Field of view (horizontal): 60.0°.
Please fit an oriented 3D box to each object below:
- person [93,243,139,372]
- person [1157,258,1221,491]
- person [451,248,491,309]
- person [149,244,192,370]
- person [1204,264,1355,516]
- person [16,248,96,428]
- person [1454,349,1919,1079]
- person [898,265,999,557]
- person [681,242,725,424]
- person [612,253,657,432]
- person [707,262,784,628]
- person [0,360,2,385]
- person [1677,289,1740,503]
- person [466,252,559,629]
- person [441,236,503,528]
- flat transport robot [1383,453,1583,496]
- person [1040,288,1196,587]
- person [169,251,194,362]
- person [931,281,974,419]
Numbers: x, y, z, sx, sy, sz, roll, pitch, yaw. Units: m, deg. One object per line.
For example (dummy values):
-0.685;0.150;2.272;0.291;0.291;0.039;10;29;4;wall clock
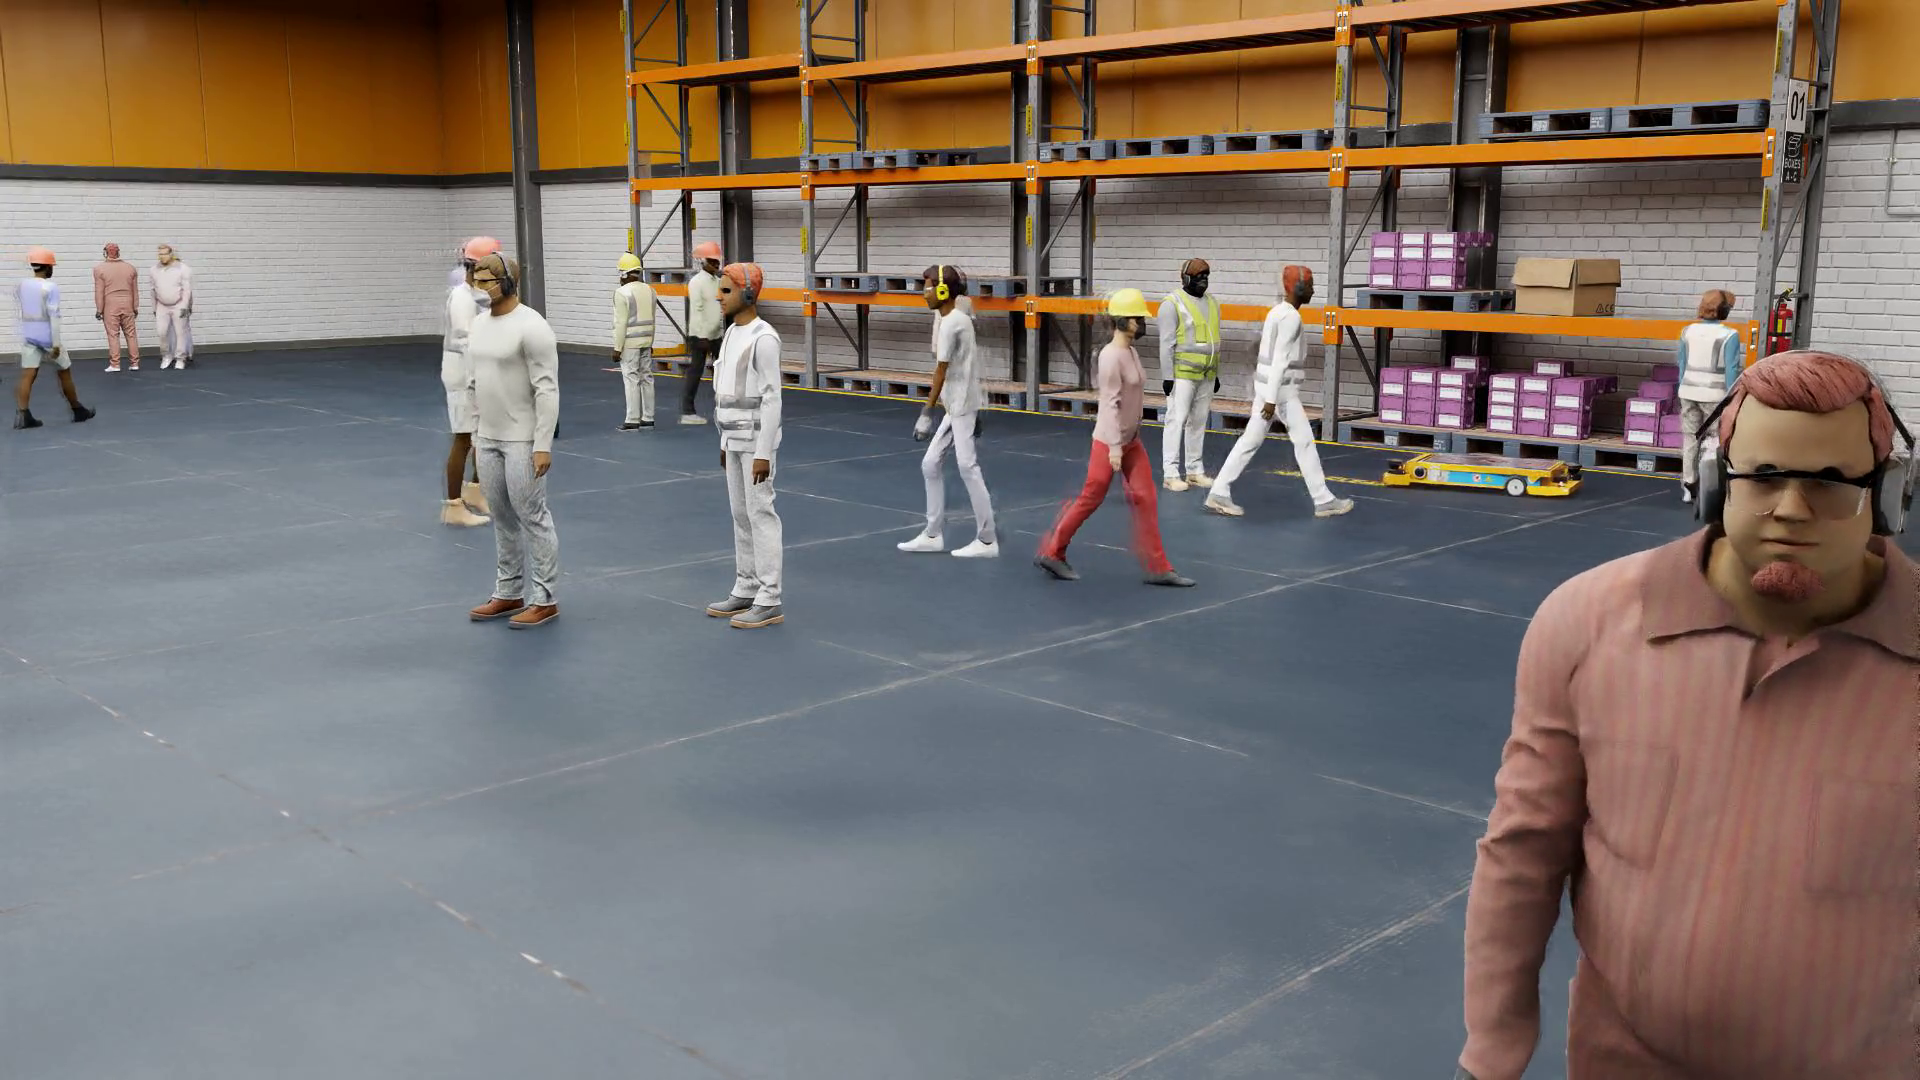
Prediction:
-12.536;-3.448;24.715;0.409;1.909;0.639;8;13;36;person
1.854;-1.317;13.272;0.633;1.841;0.429;-8;13;-38;person
-6.006;-2.723;20.712;0.623;1.932;0.368;1;10;6;person
-11.916;-3.507;25.110;0.637;1.882;0.527;-1;10;-6;person
2.278;-1.063;11.962;1.085;1.819;0.592;-1;10;-4;person
-9.734;-2.151;17.707;0.564;1.888;0.989;2;11;12;person
0.959;0.708;2.109;0.659;1.881;0.750;8;13;36;person
-0.110;-0.790;10.399;0.784;1.832;0.520;0;10;2;person
-2.568;-2.178;17.677;1.016;1.941;0.637;5;11;24;person
-3.383;-2.033;17.194;0.403;1.835;0.588;6;12;28;person
-1.110;-0.491;8.652;0.355;1.883;0.575;-6;12;-29;person
-8.566;-1.403;14.359;0.520;1.613;0.686;-4;11;-22;person
5.552;-1.049;12.424;0.397;1.629;0.530;-6;12;-29;person
-2.322;-0.511;8.609;0.635;1.937;0.352;8;13;38;person
-3.368;-1.084;11.534;0.536;2.007;0.681;0;10;-1;person
4.184;-0.538;13.302;1.431;0.197;0.652;6;12;29;flat transport robot
0.893;-0.589;9.607;0.909;1.724;0.532;5;11;25;person
-12.559;-3.733;26.642;0.298;1.772;0.533;9;14;40;person
-0.111;-2.112;18.181;0.522;1.617;0.425;-9;14;-42;person
